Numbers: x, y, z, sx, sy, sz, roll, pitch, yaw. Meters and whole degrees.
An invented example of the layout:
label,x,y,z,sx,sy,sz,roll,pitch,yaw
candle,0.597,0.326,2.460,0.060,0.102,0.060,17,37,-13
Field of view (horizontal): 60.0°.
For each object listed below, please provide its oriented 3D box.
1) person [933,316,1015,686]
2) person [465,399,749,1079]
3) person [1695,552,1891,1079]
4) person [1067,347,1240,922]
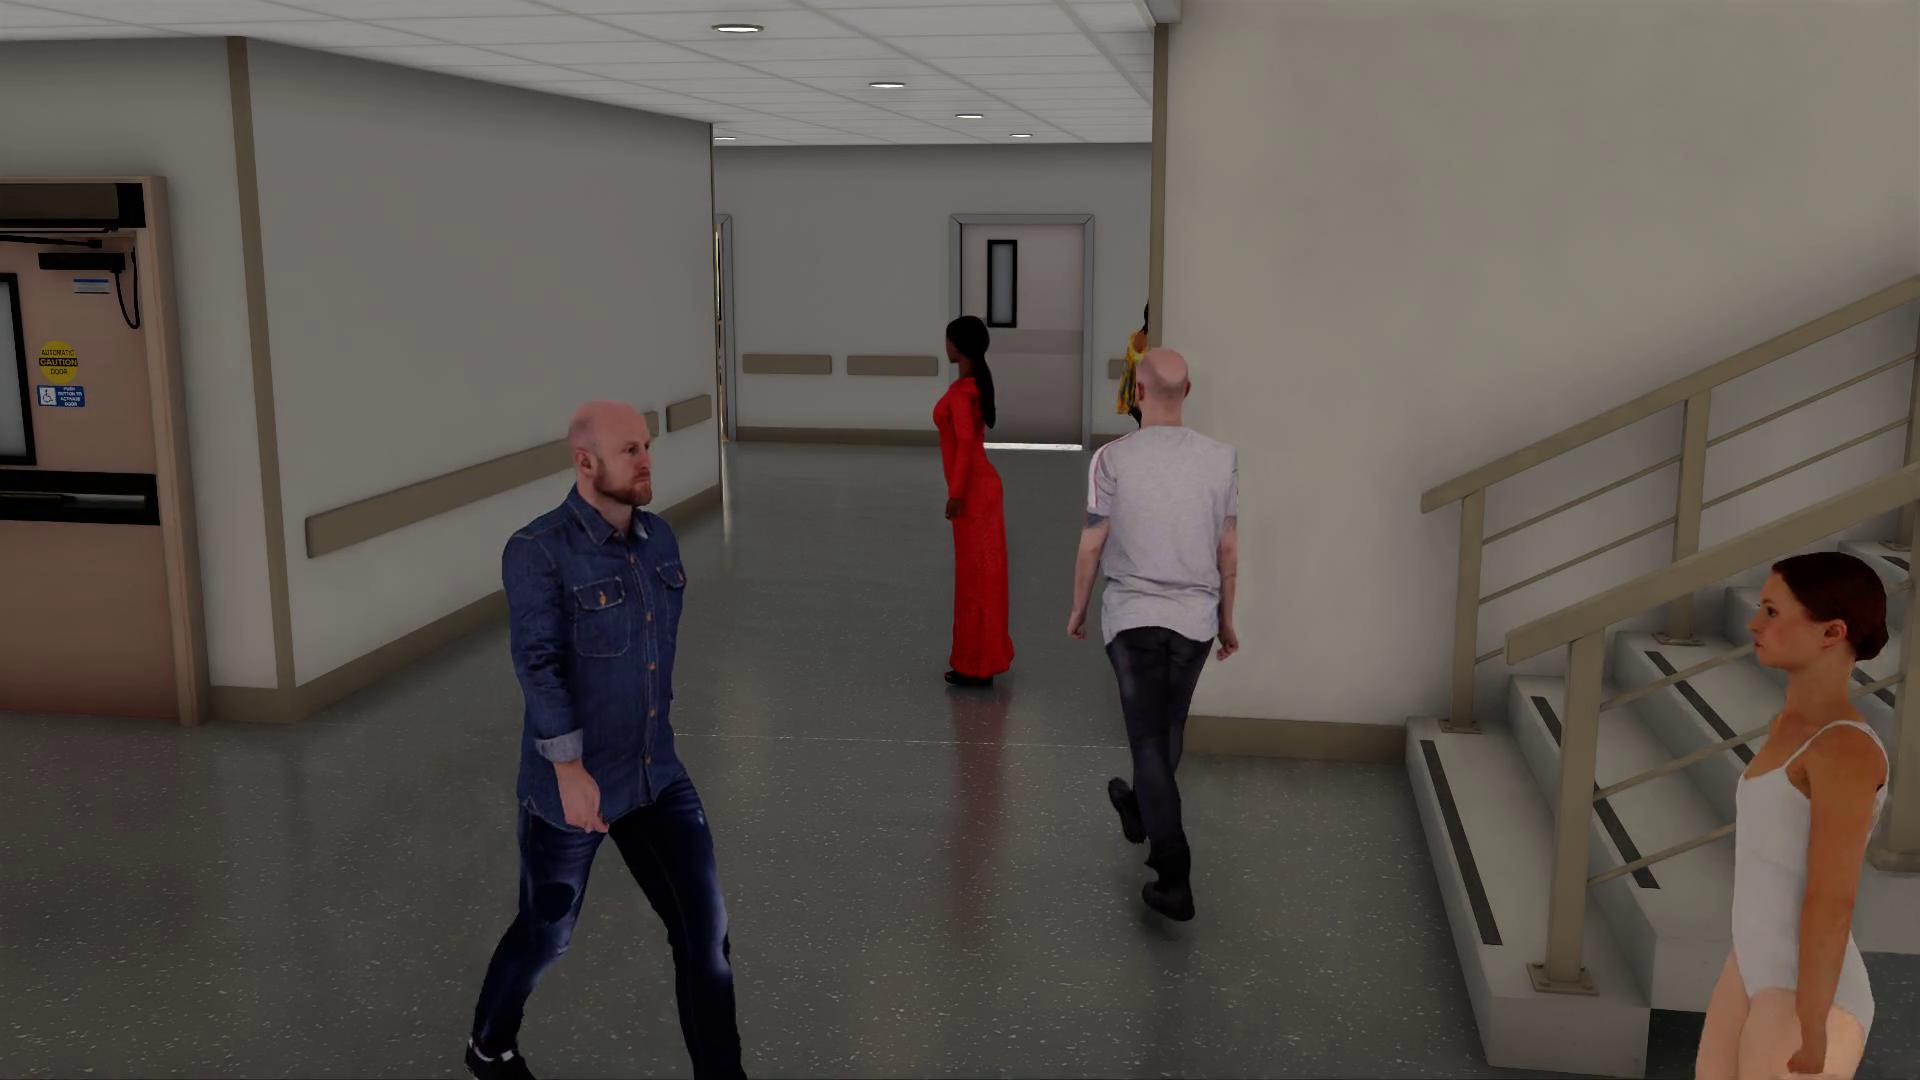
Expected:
label,x,y,z,sx,sy,sz,roll,pitch,yaw
person,0.067,-0.191,8.063,0.593,1.788,0.626,2,11,12
person,-0.907,0.592,3.945,1.279,1.784,1.041,7,13,34
person,1.607,0.843,3.045,0.806,1.626,0.540,2,11,10
person,0.666,0.327,5.353,1.260,1.781,1.089,-3,11,-15
